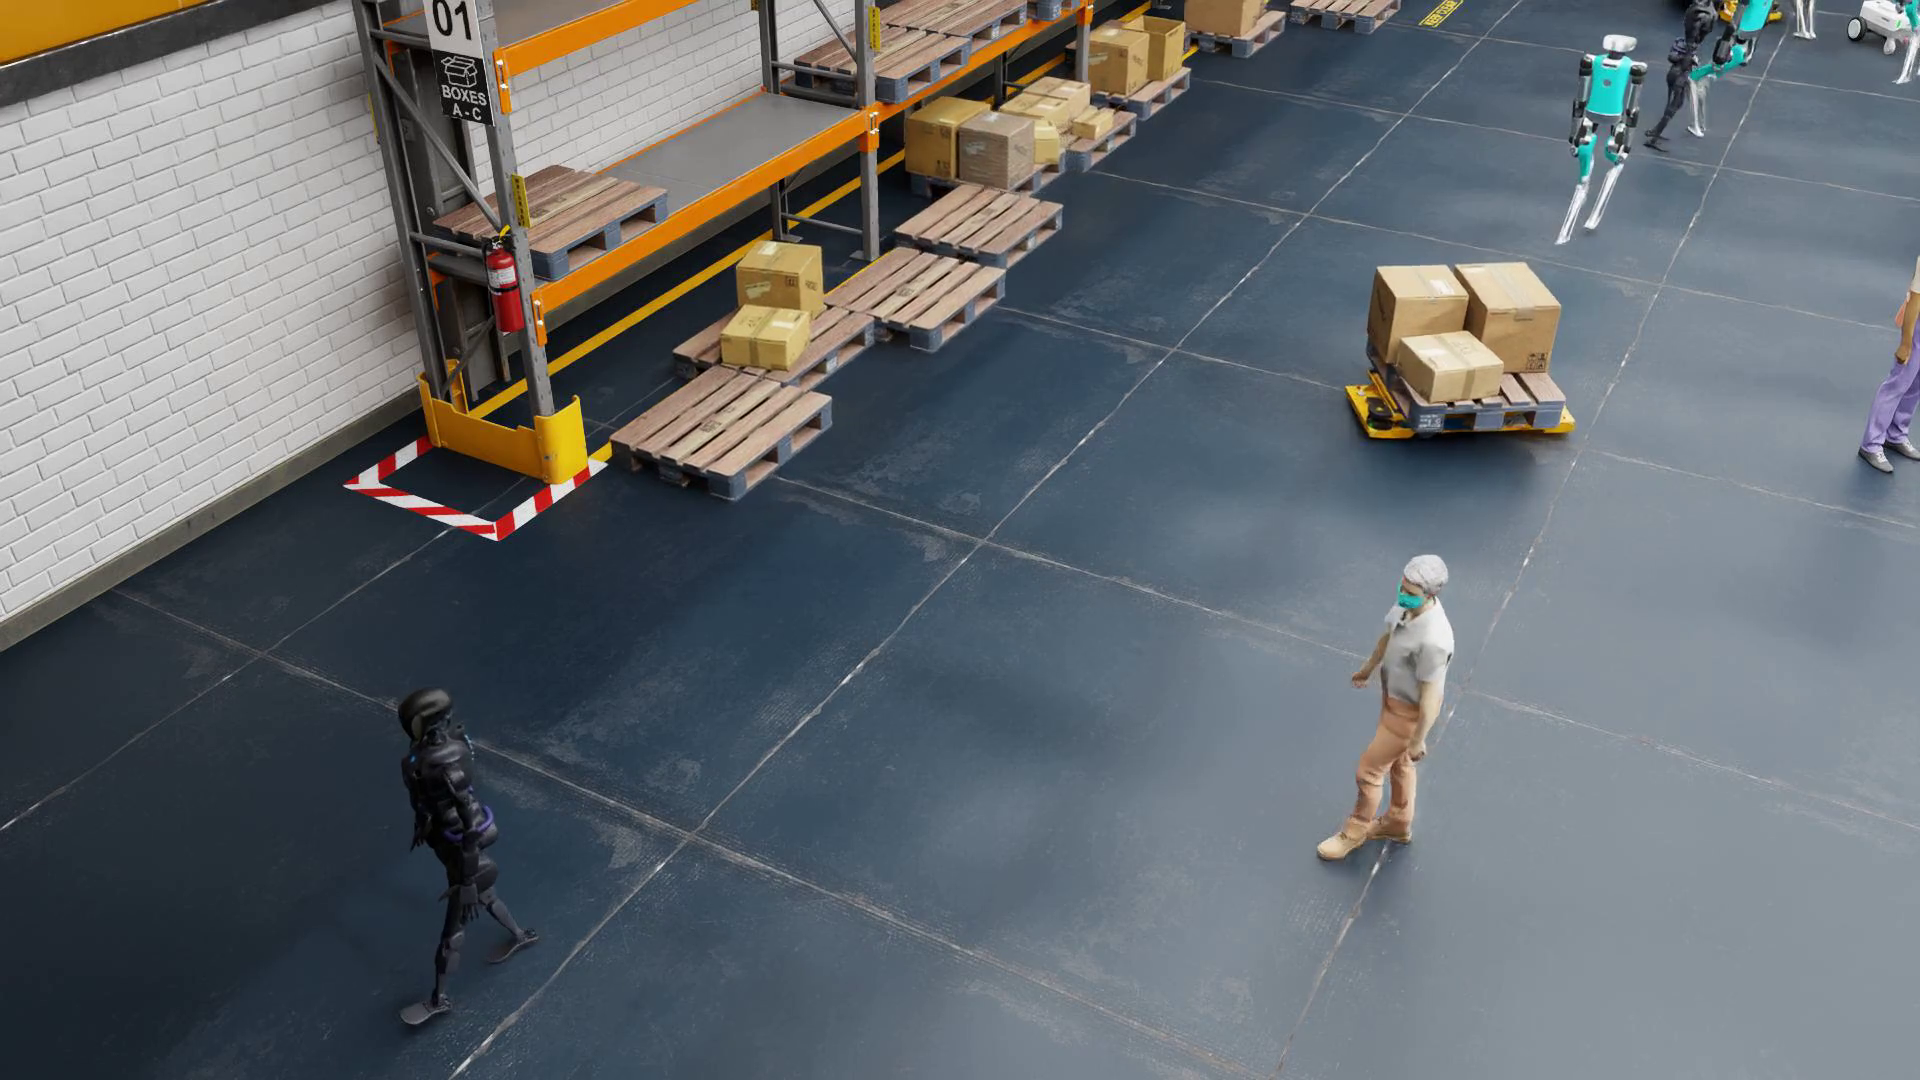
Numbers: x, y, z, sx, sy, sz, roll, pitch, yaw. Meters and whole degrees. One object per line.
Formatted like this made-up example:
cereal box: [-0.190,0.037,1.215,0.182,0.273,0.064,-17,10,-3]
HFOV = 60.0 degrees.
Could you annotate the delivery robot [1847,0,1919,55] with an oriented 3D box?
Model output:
delivery robot: [10.429,-5.806,18.691,0.499,0.614,0.808,-5,34,-8]

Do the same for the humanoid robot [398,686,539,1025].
humanoid robot: [-2.183,1.280,6.954,0.720,1.631,0.585,-24,41,-32]

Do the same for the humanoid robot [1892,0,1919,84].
humanoid robot: [10.214,-5.684,17.463,0.909,1.820,0.554,-20,39,-28]

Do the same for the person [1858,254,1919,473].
person: [6.252,-1.333,10.742,0.563,1.839,0.391,-16,37,-23]

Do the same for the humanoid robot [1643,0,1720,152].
humanoid robot: [6.829,-4.496,15.676,0.411,1.634,0.610,14,36,20]

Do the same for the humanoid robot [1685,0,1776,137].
humanoid robot: [7.283,-4.676,15.950,0.554,1.828,0.815,-18,38,-26]

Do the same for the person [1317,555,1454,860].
person: [1.981,0.749,7.695,0.504,1.726,0.556,2,34,3]

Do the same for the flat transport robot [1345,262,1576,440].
flat transport robot: [3.479,-0.961,11.602,1.431,0.231,0.659,-2,34,-3]

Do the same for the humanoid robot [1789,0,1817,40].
humanoid robot: [9.689,-6.483,18.604,0.530,1.761,0.744,-21,39,-29]

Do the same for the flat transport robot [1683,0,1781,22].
flat transport robot: [9.200,-6.541,20.044,0.659,0.231,1.431,-5,34,-8]

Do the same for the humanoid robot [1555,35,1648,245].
humanoid robot: [5.406,-3.371,13.935,0.543,1.803,0.837,21,39,29]

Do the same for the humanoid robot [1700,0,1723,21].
humanoid robot: [8.768,-6.720,19.084,0.591,1.621,0.769,21,39,29]
